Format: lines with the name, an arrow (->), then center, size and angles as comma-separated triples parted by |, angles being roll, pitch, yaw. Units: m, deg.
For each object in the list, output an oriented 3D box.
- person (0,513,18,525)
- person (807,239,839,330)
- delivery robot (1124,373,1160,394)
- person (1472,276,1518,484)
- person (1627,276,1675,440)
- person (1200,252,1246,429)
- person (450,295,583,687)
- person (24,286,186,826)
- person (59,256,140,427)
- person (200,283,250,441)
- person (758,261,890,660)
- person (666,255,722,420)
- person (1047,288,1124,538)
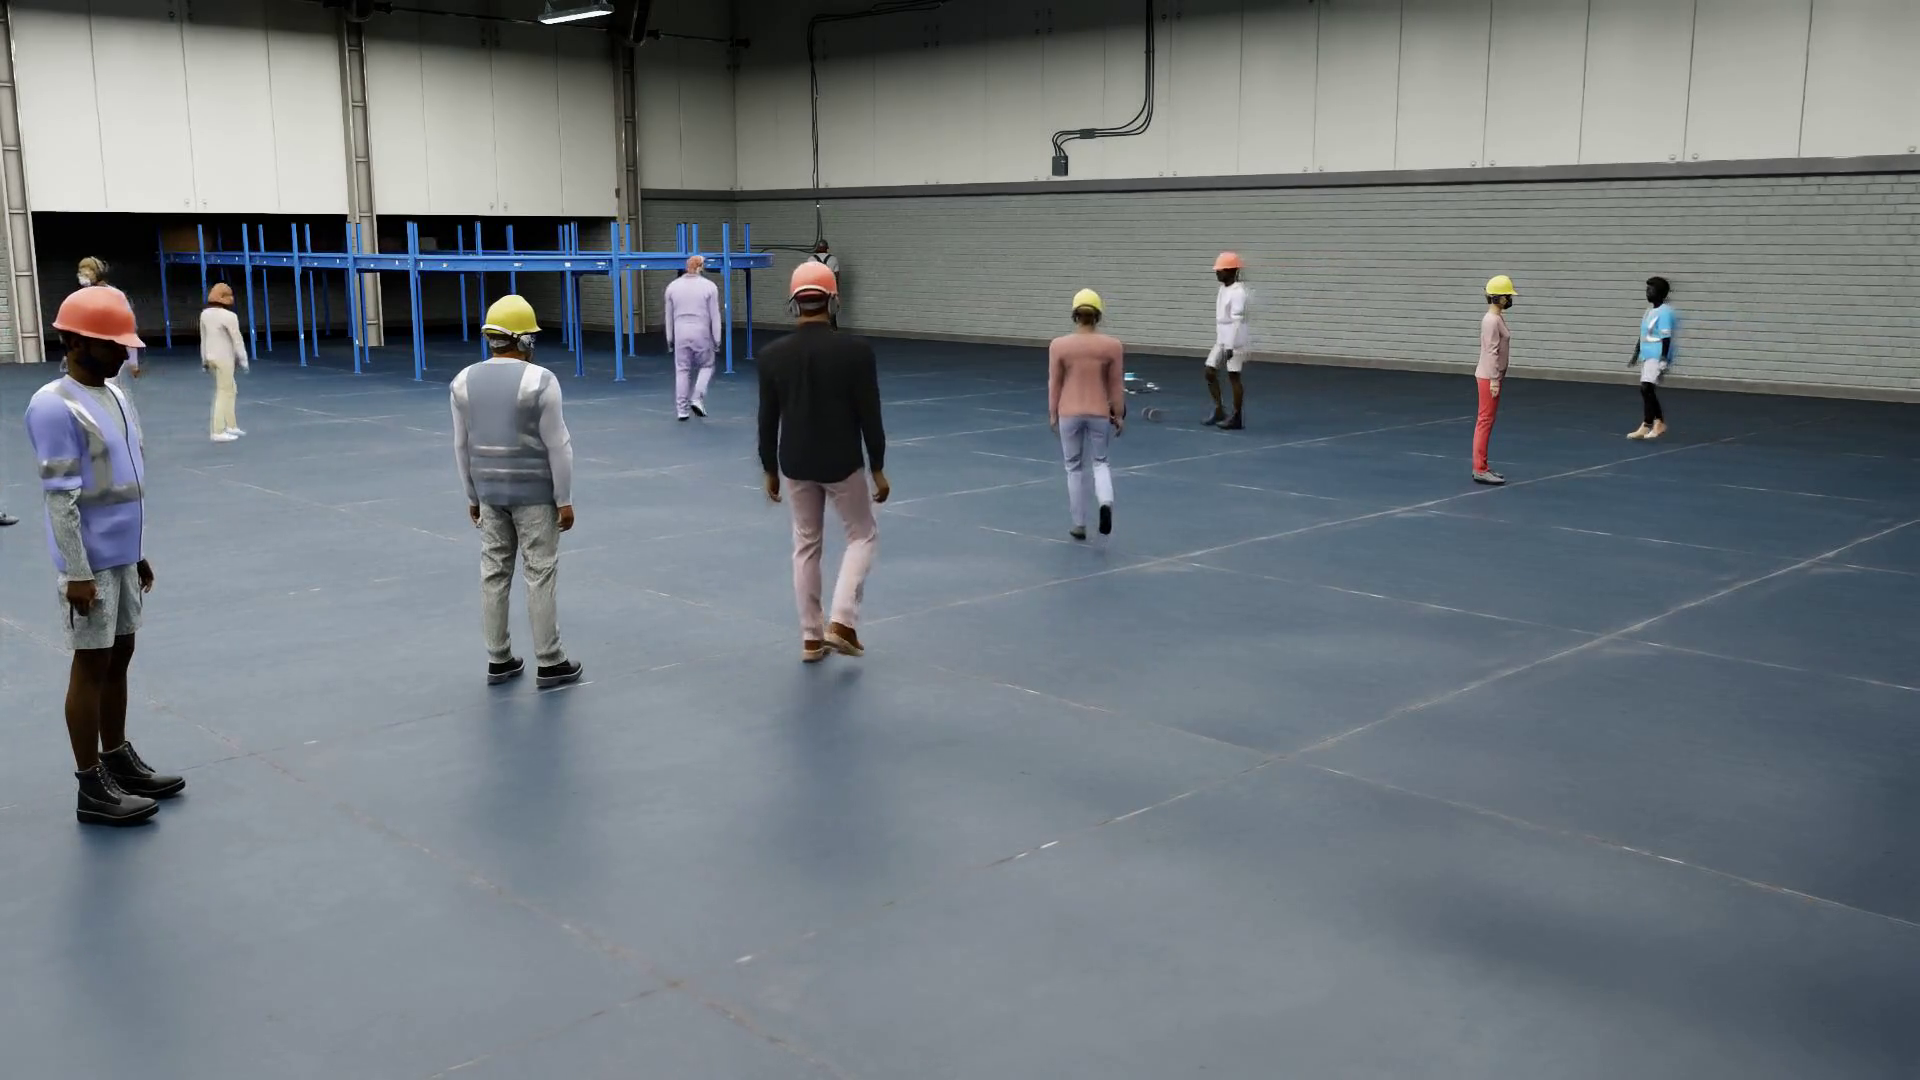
person -> -7.188, -0.961, 12.068 | 0.416, 1.754, 0.526 | -3, 11, -17
person -> -2.886, -5.304, 35.065 | 0.681, 2.000, 0.536 | -1, 10, -4
delivery robot -> 1.932, -1.797, 19.022 | 0.698, 0.223, 0.335 | -2, 10, -11
person -> 4.592, -1.380, 14.306 | 0.313, 1.769, 0.525 | 3, 11, 16
person -> 7.134, -1.863, 17.141 | 0.376, 1.691, 0.552 | 1, 10, 5
person -> 2.857, -2.169, 18.179 | 0.606, 1.917, 0.580 | -3, 11, -14
person -> -2.076, -0.229, 7.841 | 0.590, 1.833, 0.404 | 3, 11, 17
person -> -3.102, 0.050, 6.064 | 0.372, 1.928, 0.543 | -1, 10, -5
person -> -8.083, -1.681, 15.550 | 0.641, 1.903, 0.846 | 7, 12, 32
person -> -7.558, -1.843, 17.221 | 0.535, 1.611, 0.604 | 6, 12, 30
person -> -0.672, -0.371, 8.196 | 0.674, 1.981, 0.495 | 3, 11, 15
person -> -3.061, -2.330, 19.156 | 0.694, 1.878, 0.452 | 2, 11, 10
person -> 0.876, -0.862, 11.541 | 0.525, 1.748, 0.504 | -1, 10, -3
